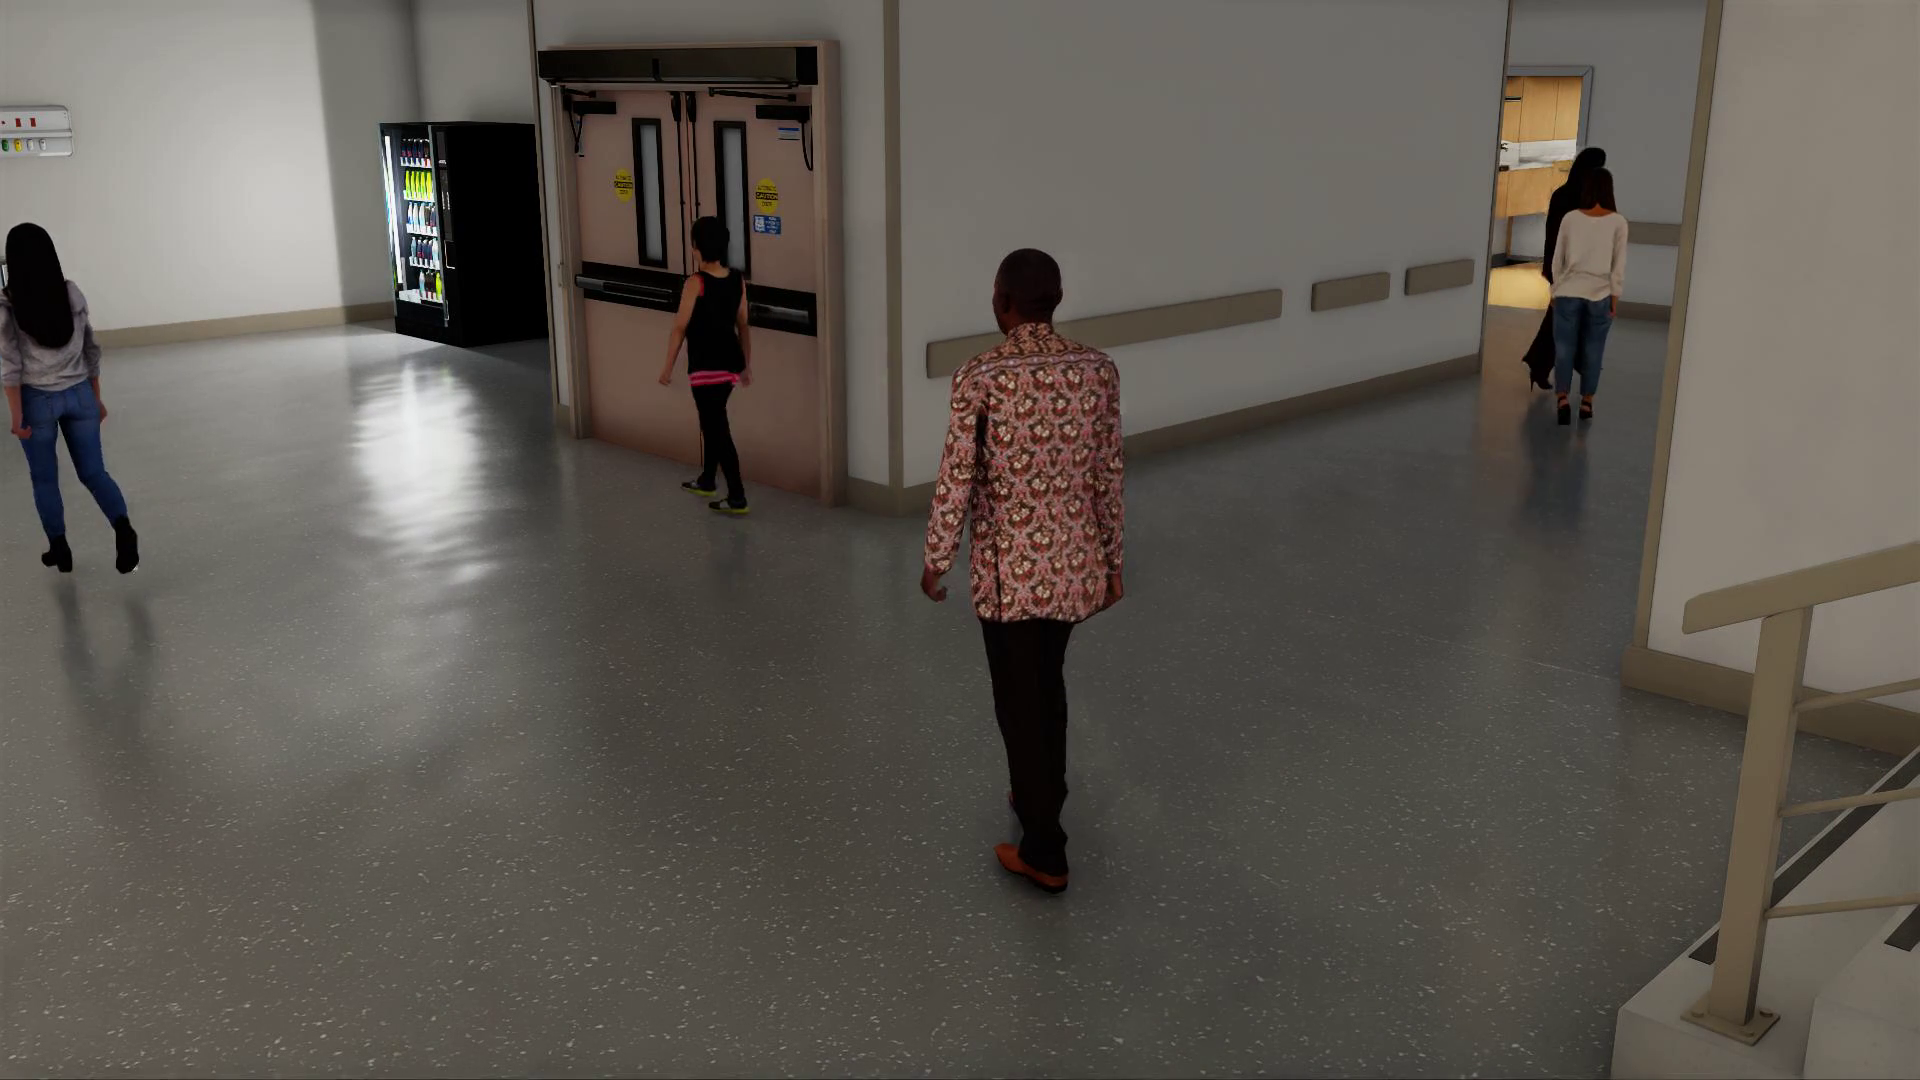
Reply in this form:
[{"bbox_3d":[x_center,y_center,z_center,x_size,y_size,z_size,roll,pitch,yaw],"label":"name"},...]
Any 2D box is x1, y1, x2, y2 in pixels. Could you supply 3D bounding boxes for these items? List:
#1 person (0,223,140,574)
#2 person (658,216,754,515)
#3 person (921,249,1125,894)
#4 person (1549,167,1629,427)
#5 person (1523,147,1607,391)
[{"bbox_3d":[-3.992,-0.582,7.438,1.047,1.606,0.707,12,20,37],"label":"person"},{"bbox_3d":[-1.213,-0.886,8.652,0.857,1.532,0.660,10,18,31],"label":"person"},{"bbox_3d":[0.246,0.117,4.618,0.793,1.790,0.890,-10,18,-31],"label":"person"},{"bbox_3d":[4.013,-1.549,10.751,0.991,1.669,0.894,7,17,23],"label":"person"},{"bbox_3d":[4.317,-1.899,11.906,0.982,1.717,1.080,-7,17,-23],"label":"person"}]
